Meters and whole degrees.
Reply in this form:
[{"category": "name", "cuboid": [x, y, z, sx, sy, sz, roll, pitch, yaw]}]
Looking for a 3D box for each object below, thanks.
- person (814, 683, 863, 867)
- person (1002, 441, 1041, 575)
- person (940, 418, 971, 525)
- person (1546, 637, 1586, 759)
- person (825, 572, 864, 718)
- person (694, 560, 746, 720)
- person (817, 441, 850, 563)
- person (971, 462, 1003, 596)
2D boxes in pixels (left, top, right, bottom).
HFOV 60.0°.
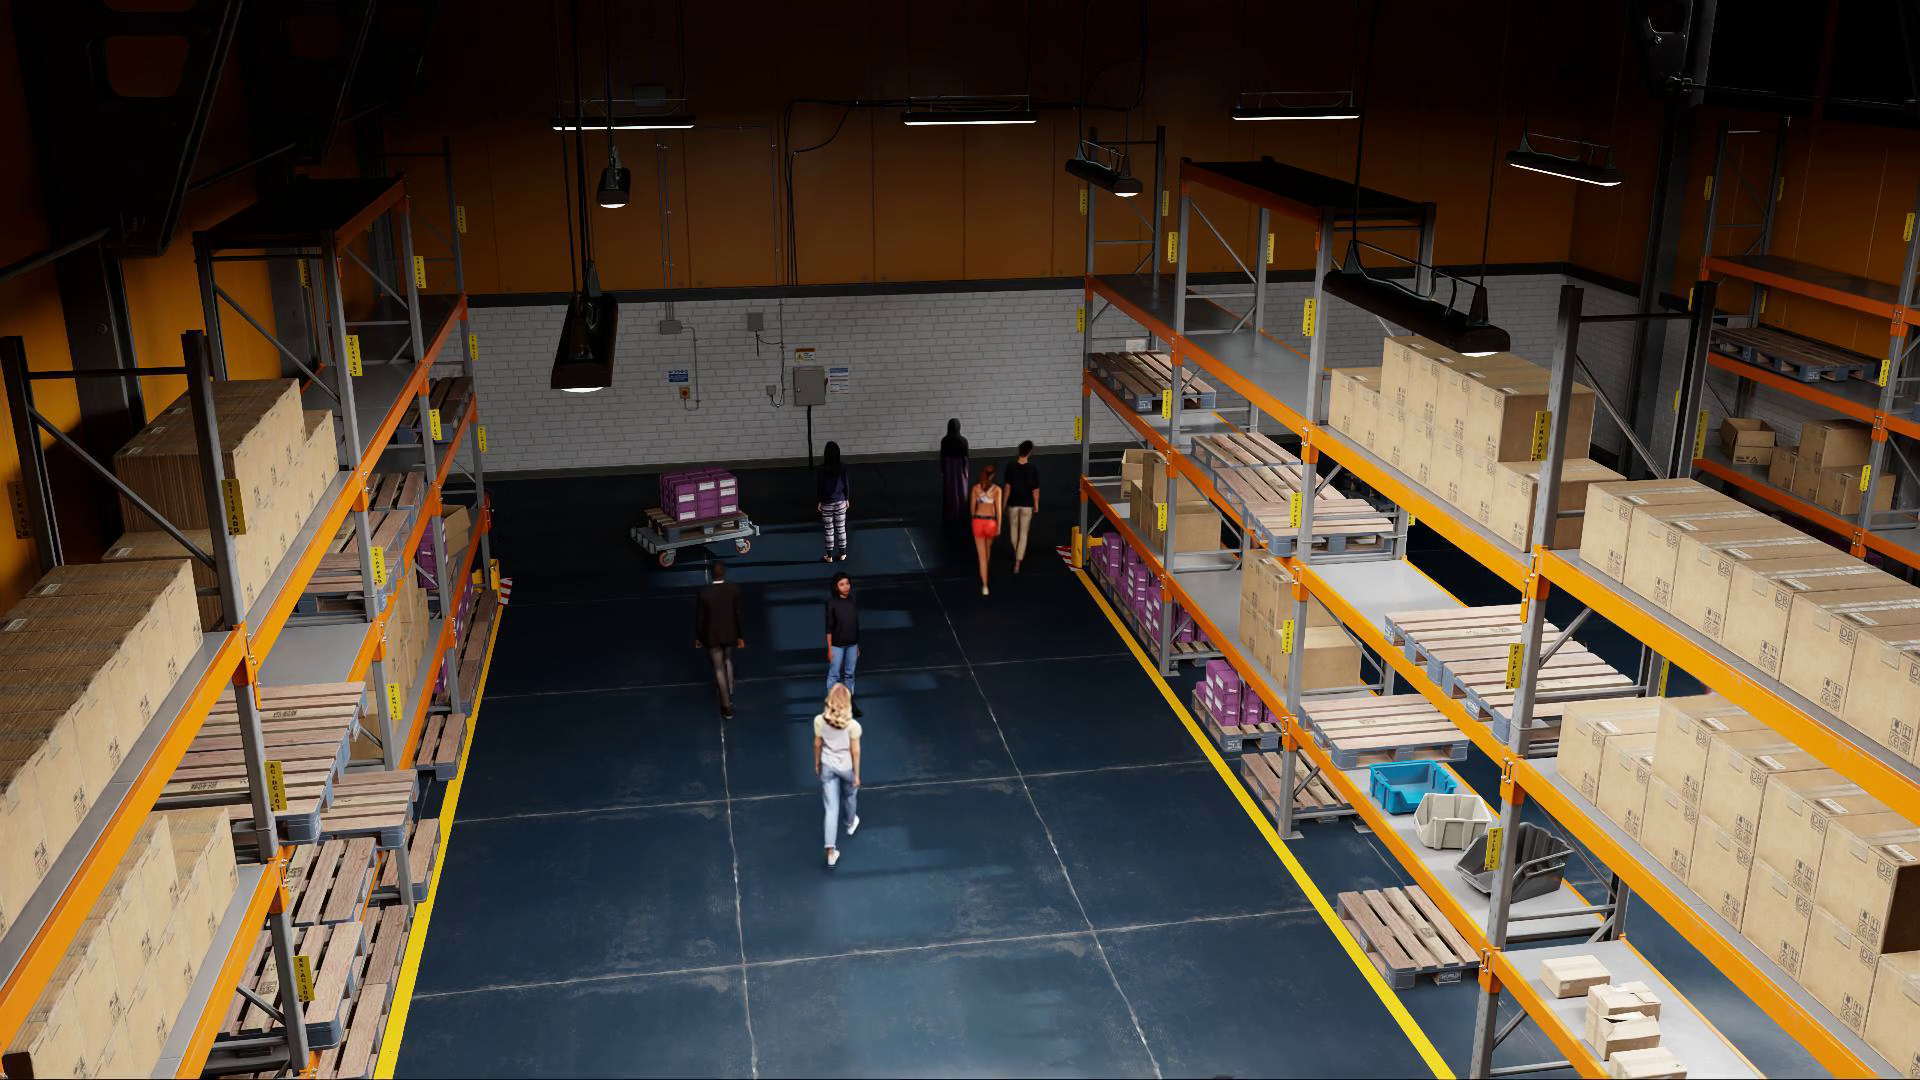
[{"category": "person", "cuboid": [-1.152, 2.183, 15.332, 0.915, 1.673, 1.218, 4, 19, 12]}, {"category": "person", "cuboid": [0.832, -0.418, 22.844, 0.937, 1.808, 1.218, 3, 19, 9]}, {"category": "person", "cuboid": [-0.083, -1.055, 25.037, 0.707, 1.615, 0.733, 6, 20, 18]}, {"category": "person", "cuboid": [5.975, 1.793, 16.363, 0.700, 1.755, 0.768, 14, 23, 35]}, {"category": "person", "cuboid": [-1.297, 1.162, 18.320, 0.655, 1.701, 0.672, -13, 23, -35]}, {"category": "person", "cuboid": [-2.602, 1.118, 18.322, 0.796, 1.783, 0.886, -10, 21, -28]}, {"category": "person", "cuboid": [-1.782, -0.548, 23.347, 0.628, 1.734, 0.542, -5, 19, -15]}, {"category": "person", "cuboid": [0.318, -0.112, 22.052, 0.721, 1.733, 1.220, 0, 19, 0]}]
